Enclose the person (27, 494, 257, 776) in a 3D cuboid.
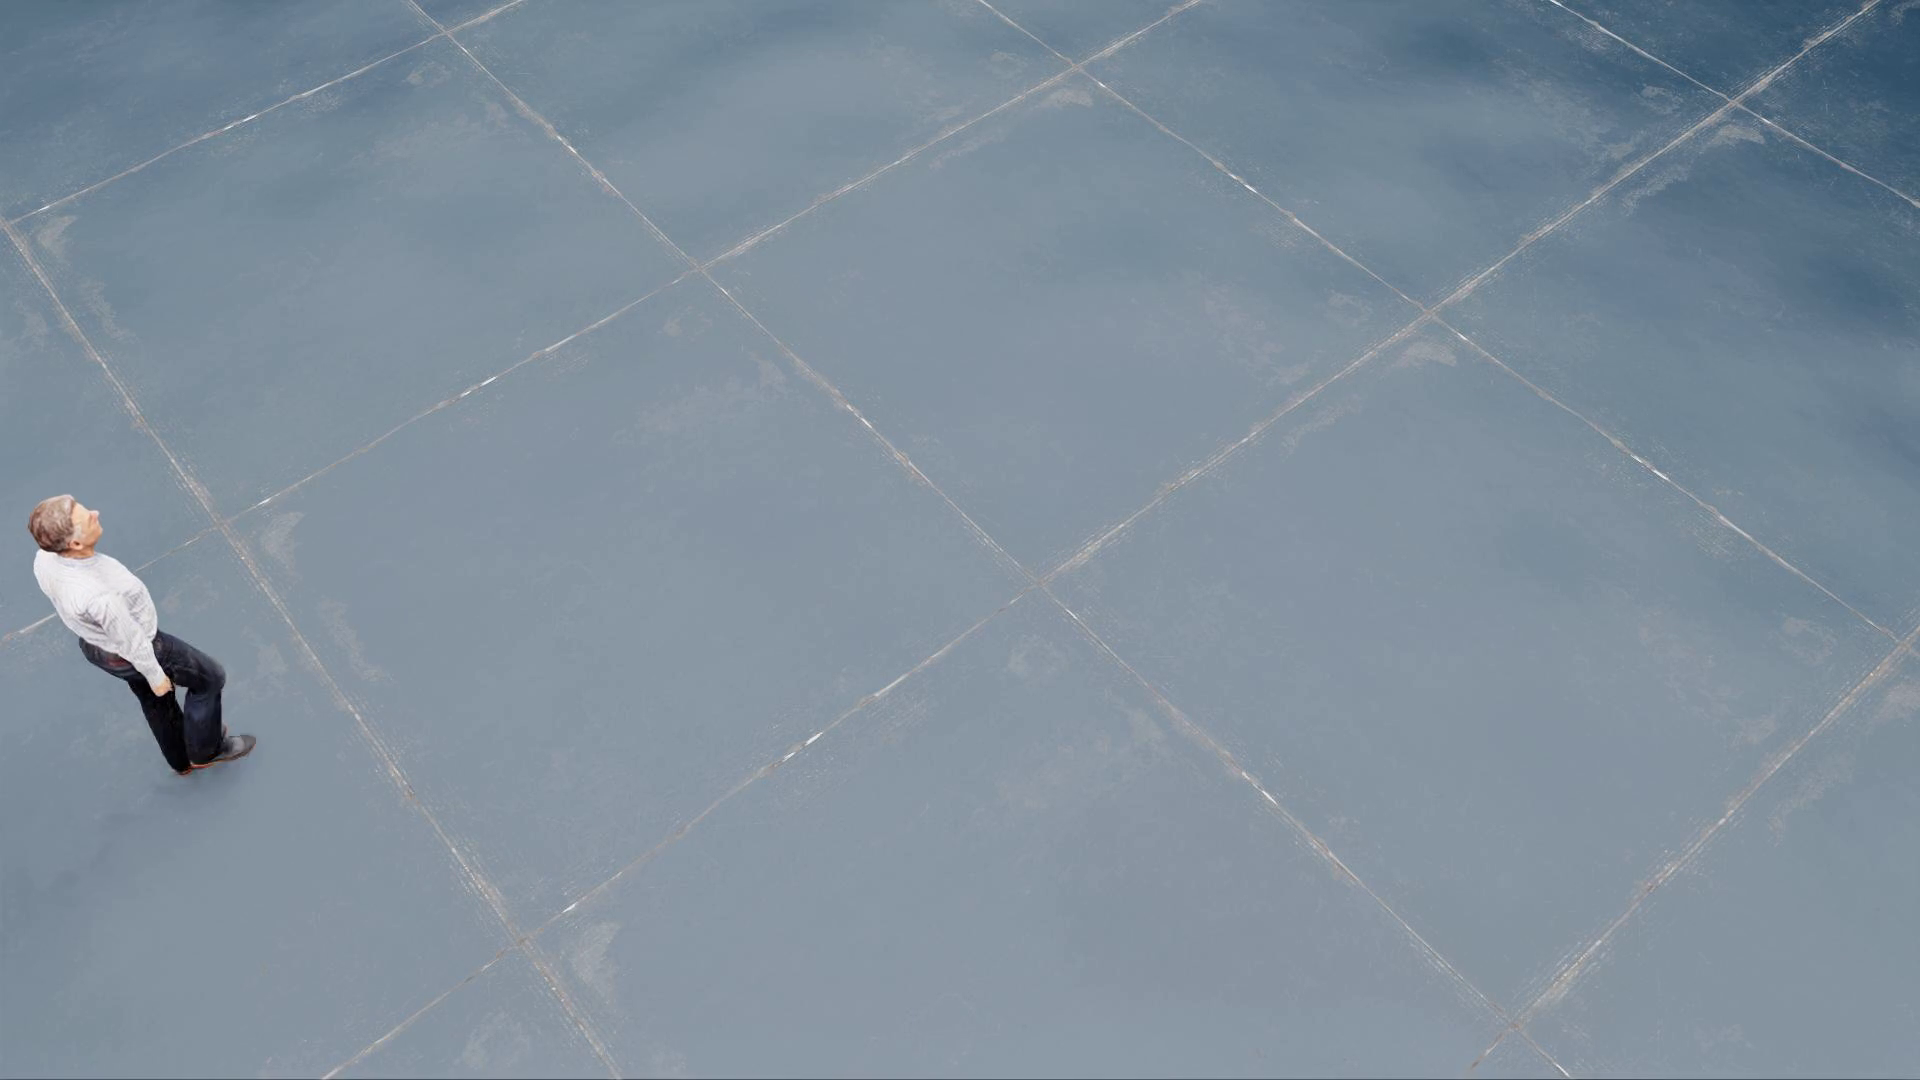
[{"bbox_3d":[-3.574,0.489,7.020,0.716,1.807,0.705,30,58,21],"label":"person"}]
